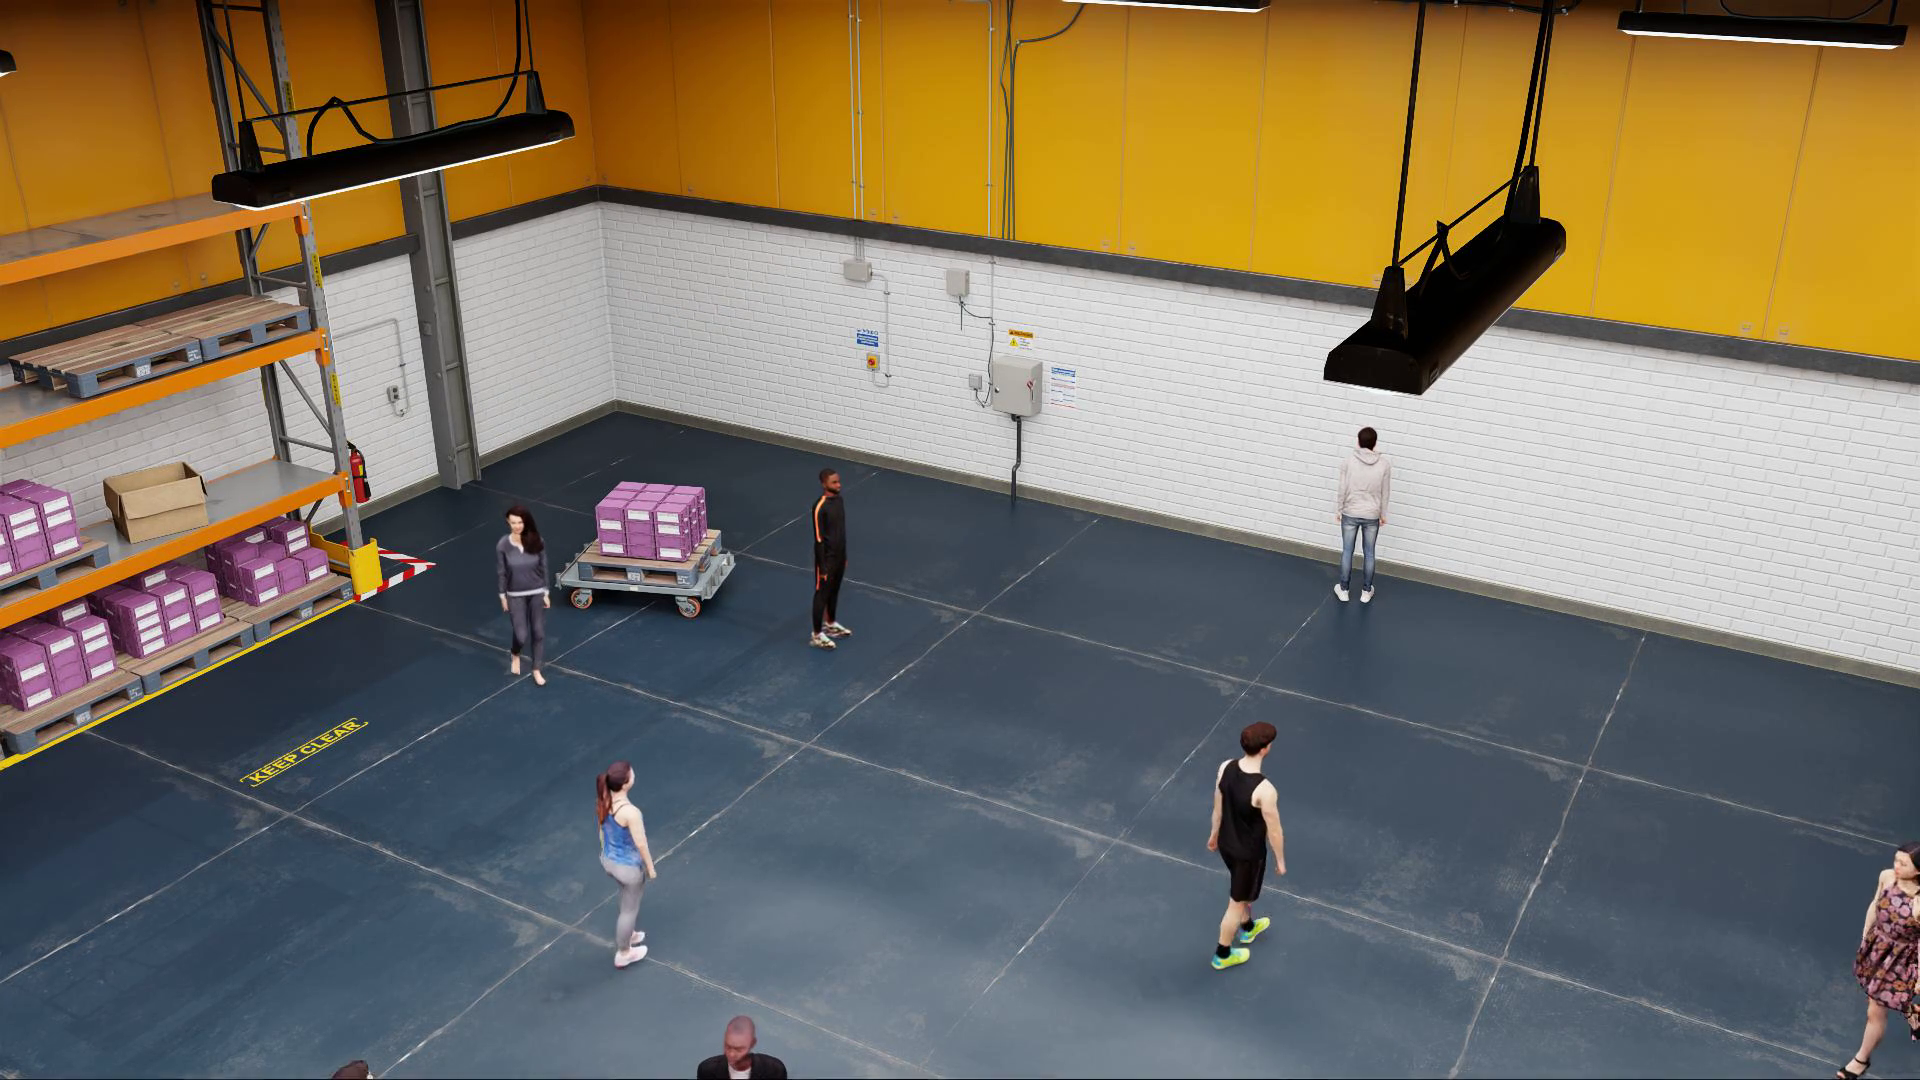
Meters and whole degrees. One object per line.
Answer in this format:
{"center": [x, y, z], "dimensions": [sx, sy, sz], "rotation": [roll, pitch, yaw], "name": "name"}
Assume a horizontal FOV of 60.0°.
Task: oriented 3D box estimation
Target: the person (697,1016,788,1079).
{"center": [-1.134, 3.254, 8.900], "dimensions": [0.734, 1.761, 0.740], "rotation": [-1, 24, -1], "name": "person"}

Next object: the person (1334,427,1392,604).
{"center": [4.058, -0.262, 16.828], "dimensions": [0.743, 1.852, 0.711], "rotation": [3, 24, 7], "name": "person"}

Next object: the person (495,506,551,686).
{"center": [-4.002, 0.472, 15.266], "dimensions": [0.773, 1.758, 0.833], "rotation": [-11, 26, -23], "name": "person"}

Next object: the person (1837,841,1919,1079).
{"center": [5.870, 2.619, 10.361], "dimensions": [1.046, 1.753, 0.959], "rotation": [-9, 25, -21], "name": "person"}

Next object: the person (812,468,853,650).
{"center": [-1.260, 0.145, 15.961], "dimensions": [0.678, 1.801, 0.486], "rotation": [12, 26, 25], "name": "person"}

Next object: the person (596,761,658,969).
{"center": [-2.360, 2.251, 11.396], "dimensions": [0.634, 1.599, 0.653], "rotation": [19, 30, 37], "name": "person"}

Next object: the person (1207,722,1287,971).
{"center": [1.872, 2.121, 11.351], "dimensions": [1.004, 1.872, 0.908], "rotation": [-15, 28, -31], "name": "person"}
